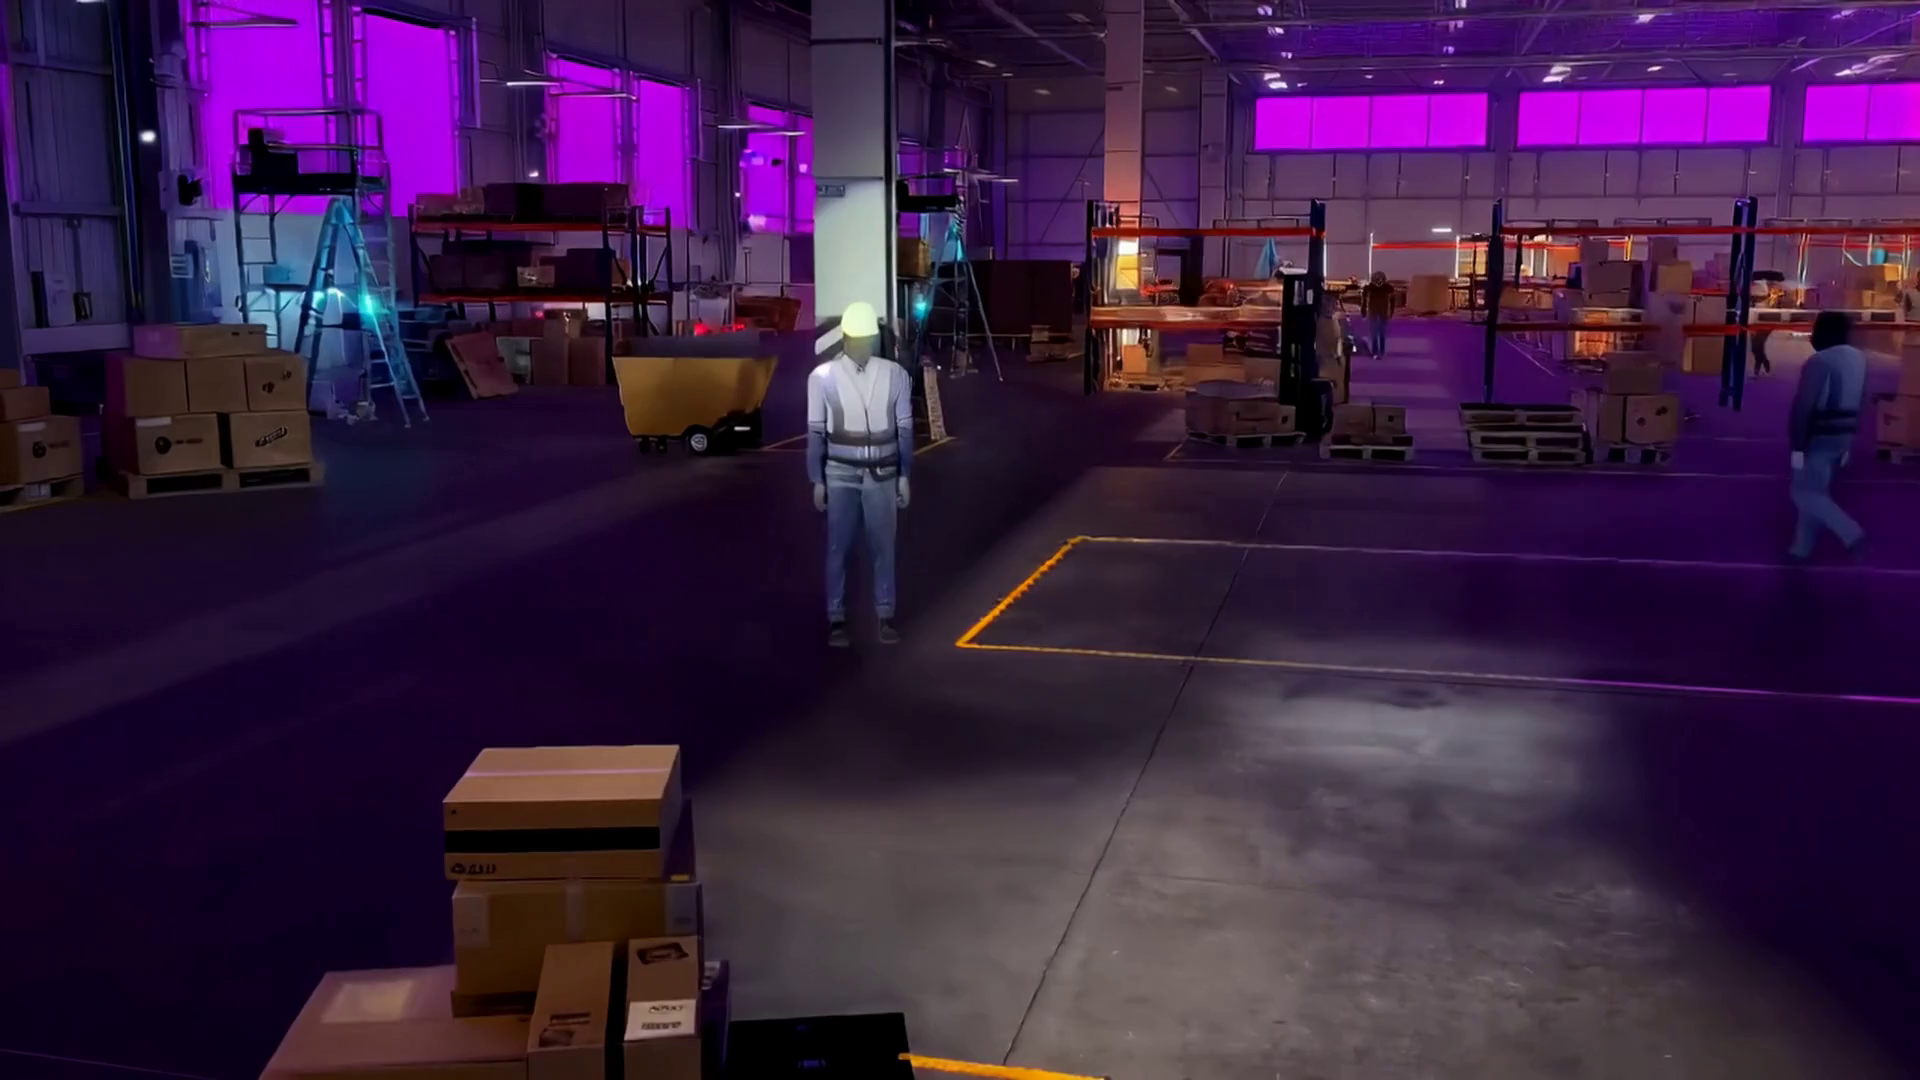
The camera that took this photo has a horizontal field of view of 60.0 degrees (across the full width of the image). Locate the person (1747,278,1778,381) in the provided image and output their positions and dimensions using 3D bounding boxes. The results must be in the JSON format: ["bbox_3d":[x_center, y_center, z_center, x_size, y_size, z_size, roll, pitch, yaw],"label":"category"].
[{"bbox_3d":[14.226,-3.727,29.461,0.722,1.823,0.505,-6,11,-31],"label":"person"}]

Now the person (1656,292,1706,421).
[{"bbox_3d":[9.417,-2.381,21.805,0.891,1.719,0.542,1,10,7],"label":"person"}]

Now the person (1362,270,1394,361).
[{"bbox_3d":[8.800,-4.725,35.047,0.633,1.923,0.586,3,10,19],"label":"person"}]

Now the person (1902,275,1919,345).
[{"bbox_3d":[18.725,-4.278,32.481,0.606,1.902,0.690,5,11,28],"label":"person"}]

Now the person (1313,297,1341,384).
[{"bbox_3d":[4.889,-2.452,22.456,0.855,1.662,0.537,6,11,30],"label":"person"}]

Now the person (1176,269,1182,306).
[{"bbox_3d":[6.622,-7.044,48.885,0.756,1.858,0.576,-4,10,-22],"label":"person"}]

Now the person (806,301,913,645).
[{"bbox_3d":[-0.559,-0.364,9.335,0.600,1.940,0.420,-3,10,-15],"label":"person"}]

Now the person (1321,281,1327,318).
[{"bbox_3d":[6.896,-4.114,31.986,0.483,1.738,0.320,-4,10,-21],"label":"person"}]

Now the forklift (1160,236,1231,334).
[{"bbox_3d":[6.655,-7.180,46.680,1.873,2.768,1.129,2,10,14],"label":"forklift"}]

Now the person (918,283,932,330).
[{"bbox_3d":[-1.021,-7.315,50.294,0.392,1.928,0.543,9,13,43],"label":"person"}]

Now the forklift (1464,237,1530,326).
[{"bbox_3d":[16.958,-8.148,52.376,1.873,2.768,1.129,2,10,14],"label":"forklift"}]

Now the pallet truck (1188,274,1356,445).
[{"bbox_3d":[3.653,-2.138,19.590,1.885,1.965,0.823,-4,10,-20],"label":"pallet truck"}]

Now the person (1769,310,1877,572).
[{"bbox_3d":[5.989,-0.665,11.435,0.637,1.818,0.722,-6,11,-32],"label":"person"}]

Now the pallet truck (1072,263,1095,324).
[{"bbox_3d":[4.325,-8.180,55.162,0.823,1.965,1.885,6,11,31],"label":"pallet truck"}]
